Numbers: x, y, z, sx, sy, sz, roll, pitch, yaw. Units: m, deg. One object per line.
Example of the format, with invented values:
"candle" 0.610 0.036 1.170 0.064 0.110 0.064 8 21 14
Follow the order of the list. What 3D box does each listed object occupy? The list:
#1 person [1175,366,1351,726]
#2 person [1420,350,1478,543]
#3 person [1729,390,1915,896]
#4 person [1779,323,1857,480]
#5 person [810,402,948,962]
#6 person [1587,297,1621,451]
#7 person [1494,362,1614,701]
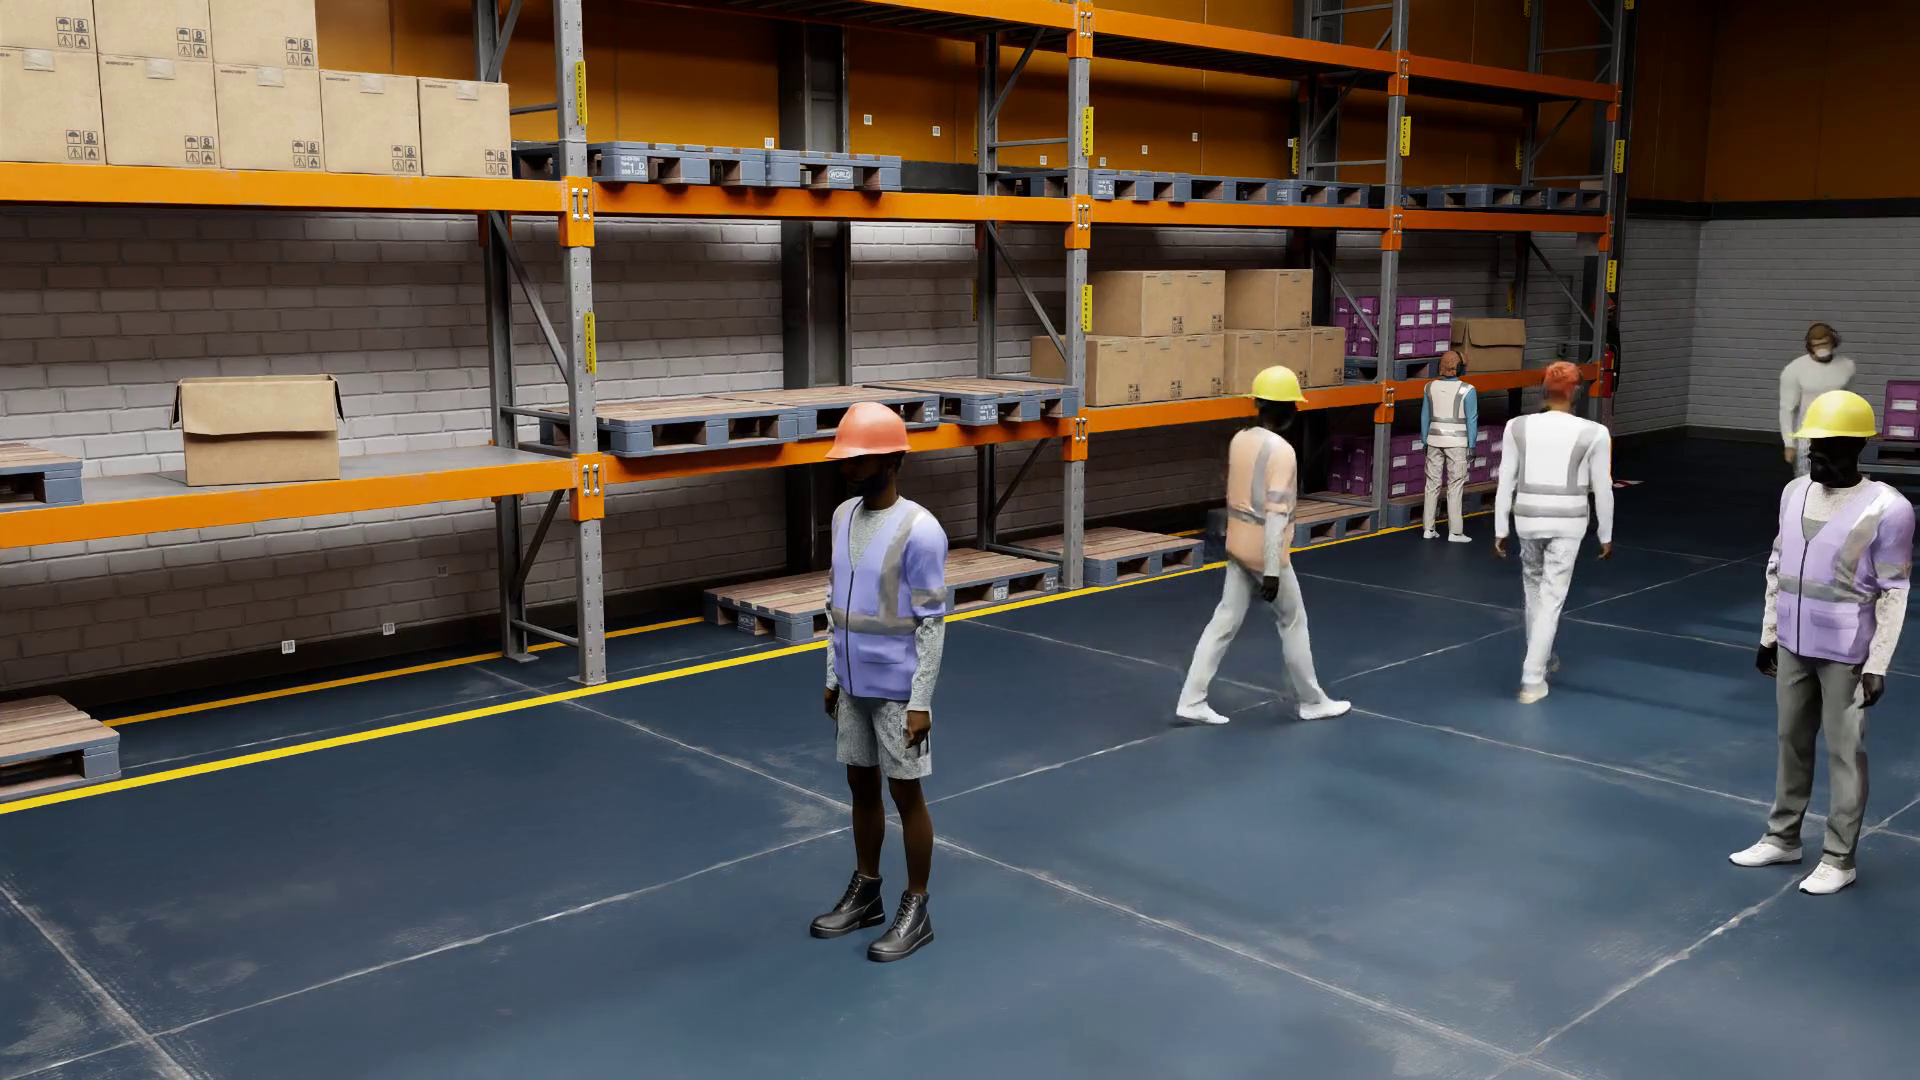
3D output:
"person" 1.552 0.043 8.576 0.985 1.877 0.604 -3 10 -19
"person" 4.154 -0.791 14.145 0.308 1.639 0.524 -9 13 -41
"person" 3.314 0.390 6.383 0.370 1.929 0.585 -4 10 -21
"person" 6.976 -0.826 13.608 0.656 1.891 0.543 0 10 0
"person" -0.292 0.487 5.788 0.545 1.938 0.361 10 14 44
"person" 7.271 -1.772 18.868 0.392 1.988 0.608 5 11 29
"person" 3.343 -0.065 9.278 0.596 1.842 0.900 7 12 35
